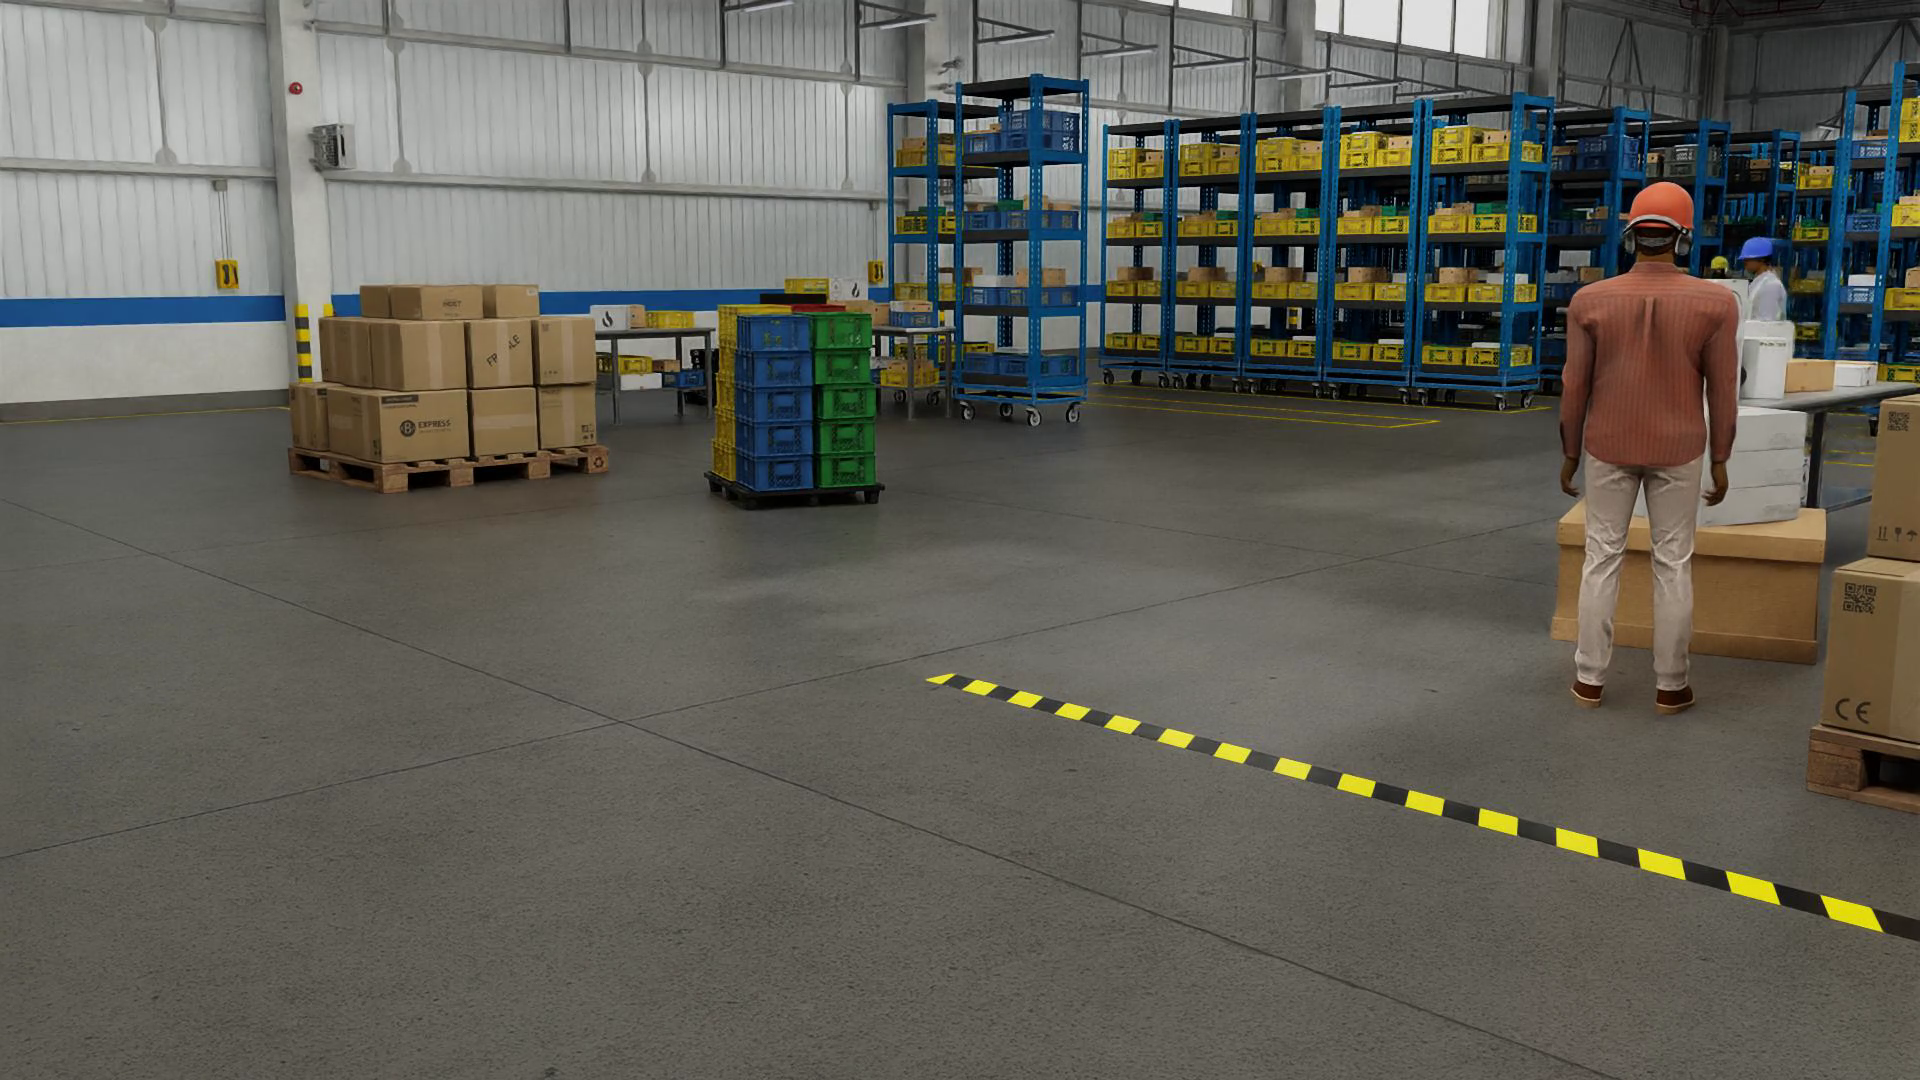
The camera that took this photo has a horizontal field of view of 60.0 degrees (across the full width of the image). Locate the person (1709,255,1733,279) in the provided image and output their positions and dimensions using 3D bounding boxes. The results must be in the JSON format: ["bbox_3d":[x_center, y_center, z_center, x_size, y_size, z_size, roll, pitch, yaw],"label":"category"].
[{"bbox_3d":[10.002,-2.840,21.912,0.605,1.814,0.658,9,13,43],"label":"person"}]

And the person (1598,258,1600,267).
[{"bbox_3d":[10.669,-3.763,27.488,0.950,1.806,0.574,7,12,37],"label":"person"}]

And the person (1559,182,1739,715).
[{"bbox_3d":[2.586,-0.335,6.279,0.622,1.994,0.381,4,10,24],"label":"person"}]

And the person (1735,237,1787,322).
[{"bbox_3d":[6.868,-1.632,14.310,0.463,1.927,0.606,1,10,7],"label":"person"}]
